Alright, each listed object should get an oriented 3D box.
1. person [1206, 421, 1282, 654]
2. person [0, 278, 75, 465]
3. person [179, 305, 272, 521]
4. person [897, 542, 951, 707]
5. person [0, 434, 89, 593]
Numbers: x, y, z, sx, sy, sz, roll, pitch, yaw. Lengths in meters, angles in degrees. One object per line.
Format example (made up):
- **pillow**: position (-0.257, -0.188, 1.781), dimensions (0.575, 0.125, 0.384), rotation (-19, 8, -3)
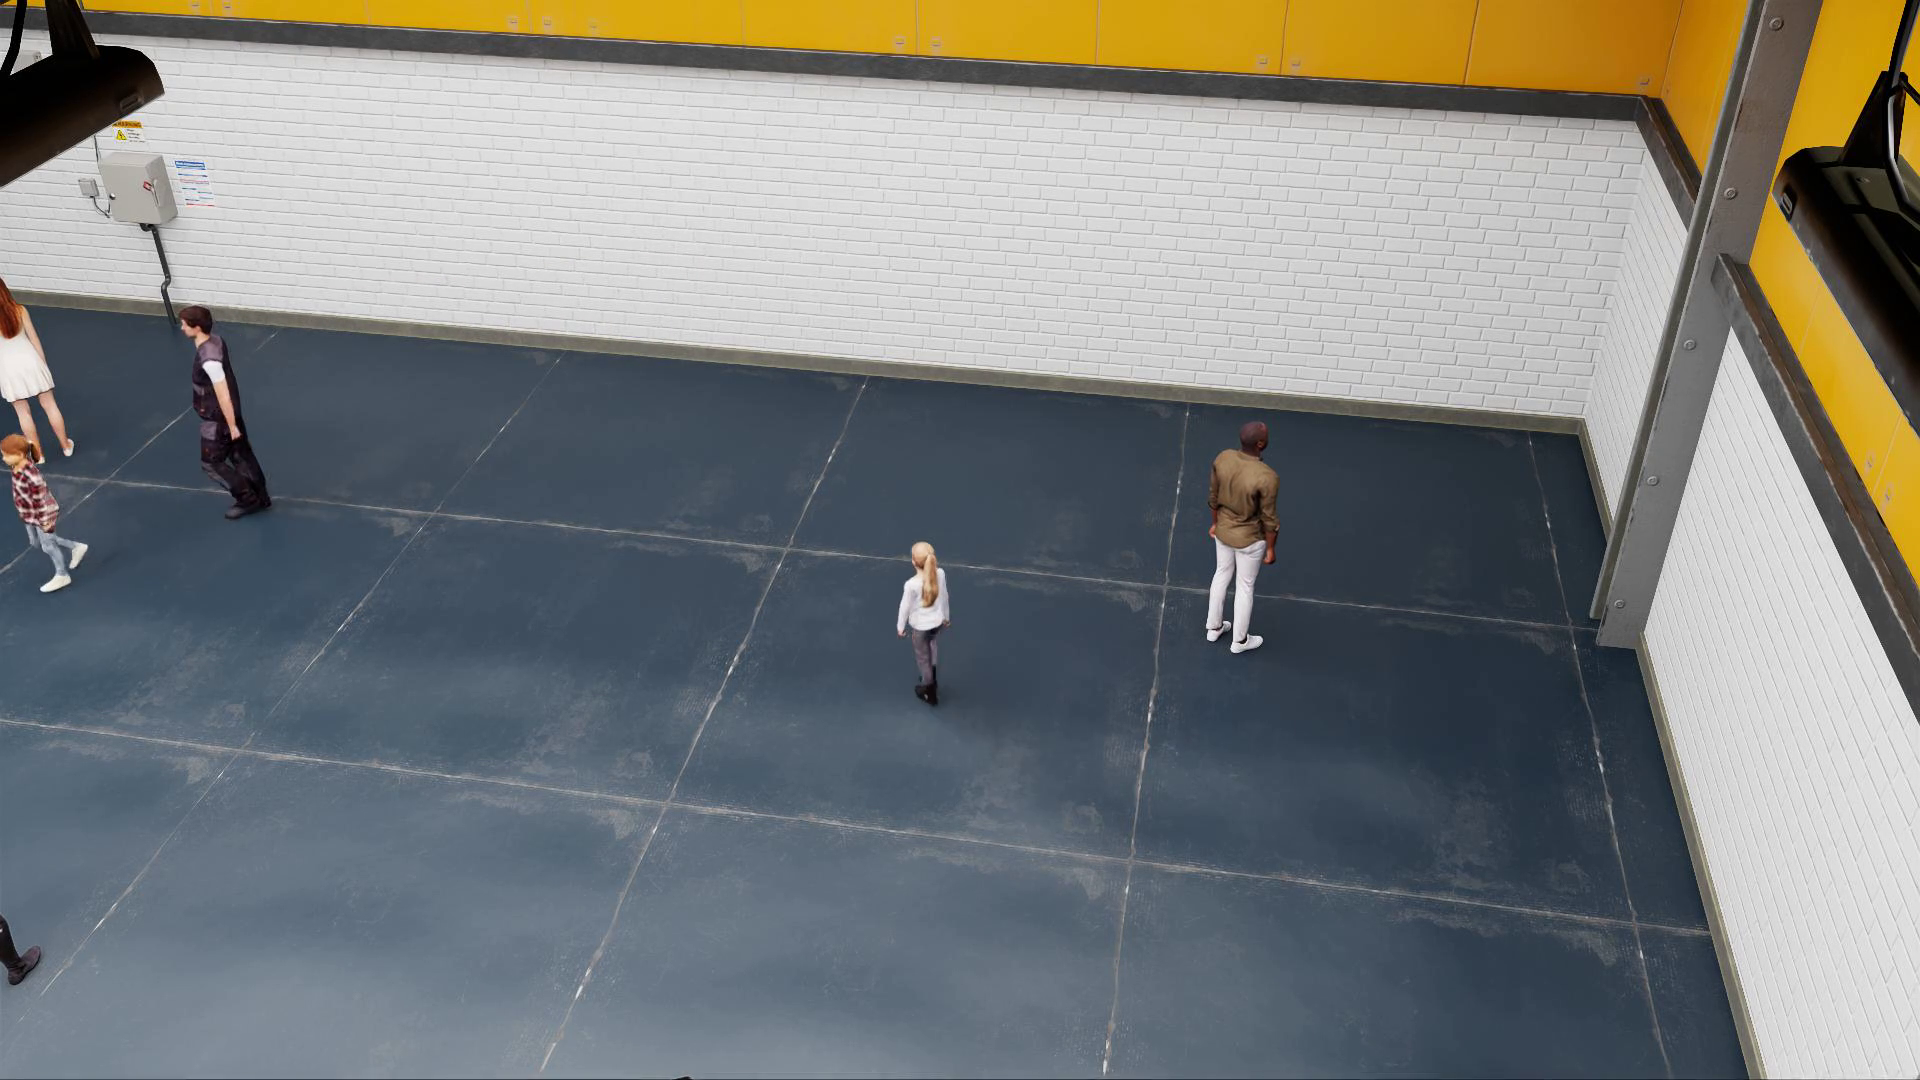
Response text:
- **person**: position (1.977, -0.029, 11.715), dimensions (0.806, 1.825, 0.799), rotation (-28, 43, -35)
- **person**: position (-7.884, -1.447, 13.953), dimensions (0.642, 1.710, 0.701), rotation (-21, 39, -28)
- **person**: position (-5.760, -1.024, 13.203), dimensions (0.830, 1.835, 0.728), rotation (-9, 35, -13)
- **person**: position (-0.194, 0.593, 11.280), dimensions (0.626, 1.270, 0.686), rotation (-21, 39, -28)
- **person**: position (-6.870, -0.240, 12.506), dimensions (0.692, 1.300, 0.777), rotation (25, 41, 32)
